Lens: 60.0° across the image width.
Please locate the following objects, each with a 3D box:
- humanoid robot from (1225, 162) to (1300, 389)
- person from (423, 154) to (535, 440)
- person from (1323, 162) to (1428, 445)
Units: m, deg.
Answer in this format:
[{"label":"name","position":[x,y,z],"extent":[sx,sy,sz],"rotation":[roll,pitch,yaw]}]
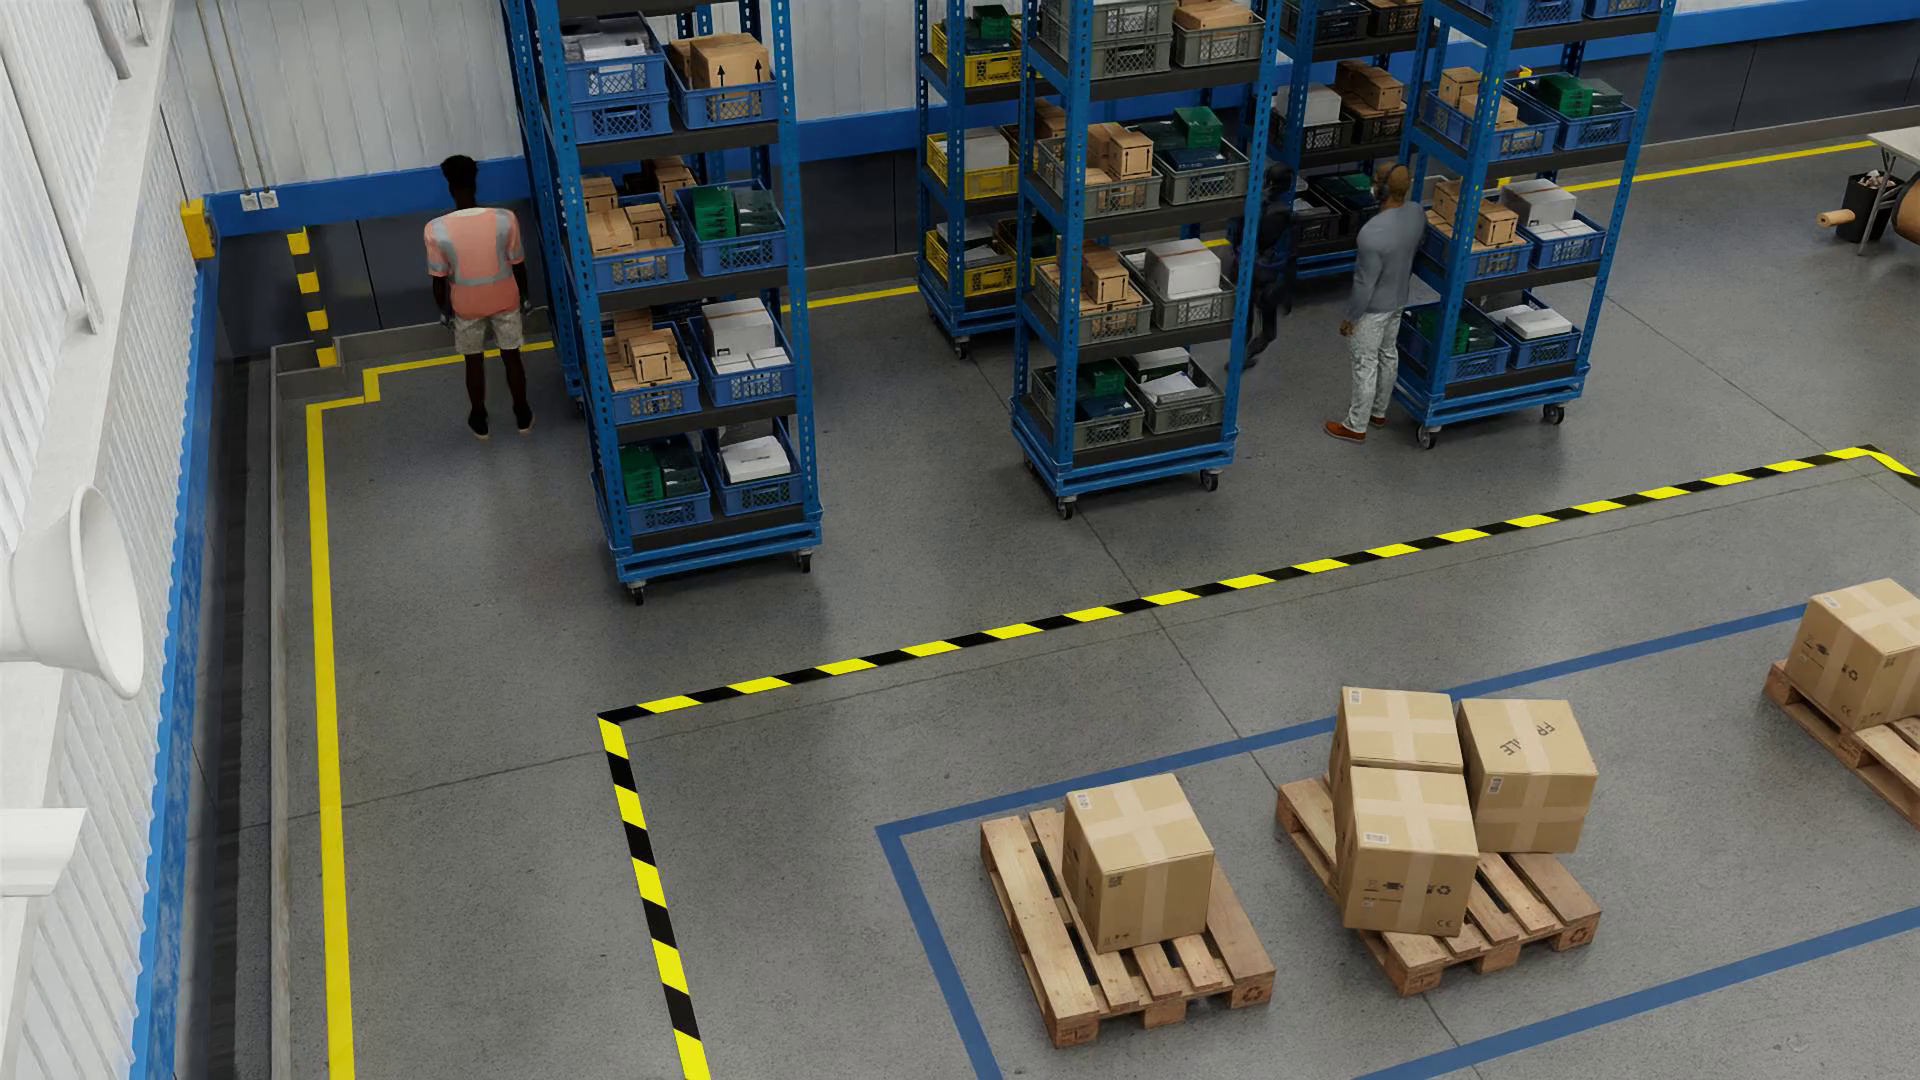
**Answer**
[{"label":"humanoid robot","position":[2.000,-1.817,11.414],"extent":[0.505,1.648,0.611],"rotation":[-22,41,-28]},{"label":"person","position":[-3.092,-1.551,10.793],"extent":[0.608,1.957,0.369],"rotation":[-11,37,-15]},{"label":"person","position":[2.693,-1.525,10.769],"extent":[0.627,1.940,0.371],"rotation":[-29,45,-35]}]
